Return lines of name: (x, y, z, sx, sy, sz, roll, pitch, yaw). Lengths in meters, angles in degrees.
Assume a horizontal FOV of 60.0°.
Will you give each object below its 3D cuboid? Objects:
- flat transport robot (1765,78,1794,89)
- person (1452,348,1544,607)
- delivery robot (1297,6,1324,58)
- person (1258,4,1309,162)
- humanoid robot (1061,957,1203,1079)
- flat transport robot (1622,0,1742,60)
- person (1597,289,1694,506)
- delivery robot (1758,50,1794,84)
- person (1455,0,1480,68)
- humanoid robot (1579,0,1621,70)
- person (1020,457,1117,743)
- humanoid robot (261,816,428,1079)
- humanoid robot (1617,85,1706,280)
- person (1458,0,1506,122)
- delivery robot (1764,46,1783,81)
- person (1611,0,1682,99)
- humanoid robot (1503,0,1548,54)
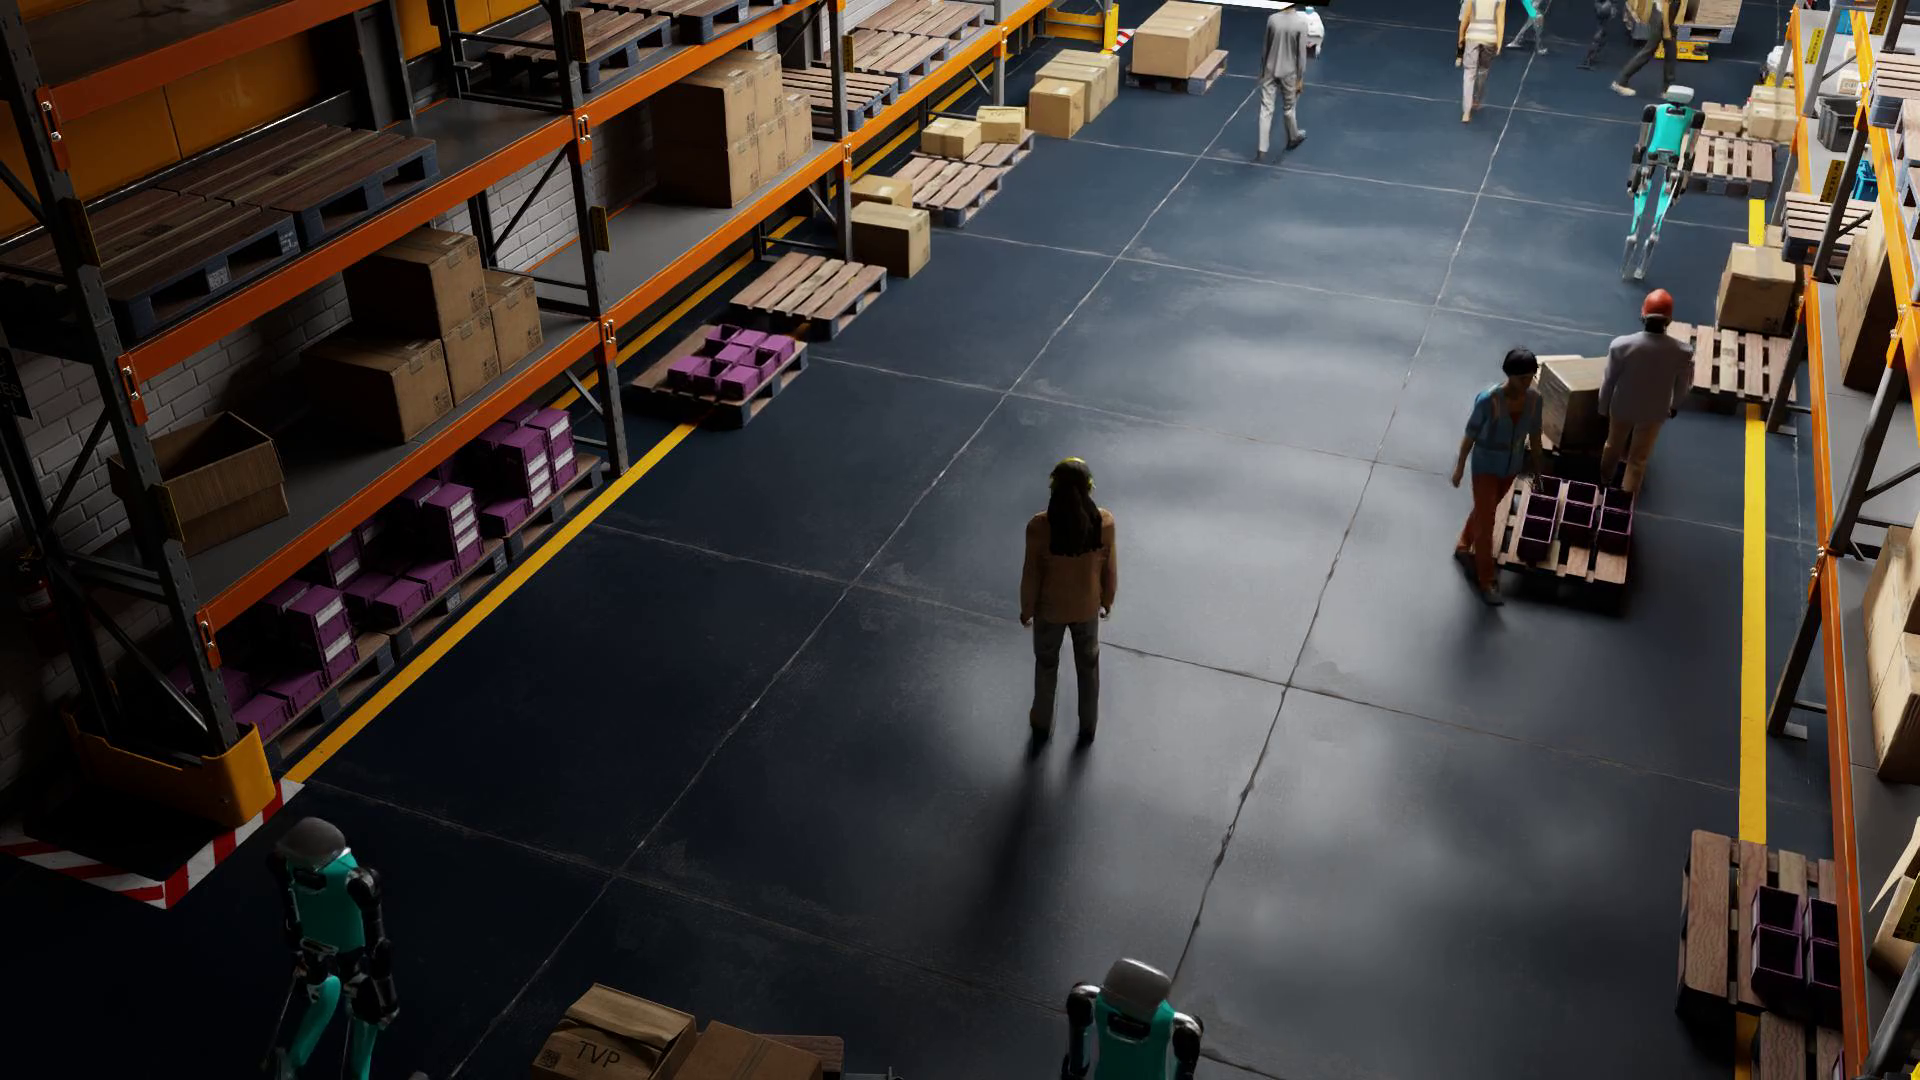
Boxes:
flat transport robot: (10.475, -5.440, 20.011, 1.431, 0.231, 0.659, 12, 35, 18)
person: (3.570, -0.415, 10.884, 0.527, 1.727, 0.870, -8, 34, -12)
delivery robot: (4.491, -6.602, 21.542, 0.499, 0.590, 0.793, 2, 33, 3)
person: (3.515, -5.086, 17.997, 0.538, 1.859, 0.887, 15, 36, 22)
humanoid robot: (0.534, 2.512, 6.384, 0.532, 1.777, 0.997, 13, 35, 19)
flat transport robot: (9.329, -6.578, 21.773, 0.659, 0.231, 1.431, 6, 33, 9)
person: (4.793, -0.947, 11.733, 0.562, 1.703, 0.911, 14, 35, 20)
delivery robot: (10.160, -5.715, 20.180, 0.806, 0.602, 0.499, 0, 33, -1)
person: (6.463, -6.709, 20.658, 0.534, 1.696, 0.318, 15, 36, 22)
humanoid robot: (8.061, -6.718, 20.691, 0.340, 1.647, 0.602, 3, 33, 5)
person: (0.620, 0.366, 9.560, 0.566, 1.877, 0.421, -5, 33, -7)
humanoid robot: (-2.771, 2.086, 7.052, 0.531, 1.775, 0.999, 12, 35, 18)
humanoid robot: (6.349, -3.148, 15.163, 0.545, 1.824, 0.810, 11, 35, 17)
person: (5.997, -5.767, 19.161, 0.484, 1.720, 0.918, 8, 34, 12)
delivery robot: (10.258, -5.794, 20.304, 0.807, 0.603, 0.499, 16, 36, 23)
person: (8.265, -6.086, 19.617, 0.870, 1.822, 0.518, 20, 38, 28)
humanoid robot: (7.322, -7.060, 21.238, 0.838, 1.874, 0.536, 3, 33, 4)
